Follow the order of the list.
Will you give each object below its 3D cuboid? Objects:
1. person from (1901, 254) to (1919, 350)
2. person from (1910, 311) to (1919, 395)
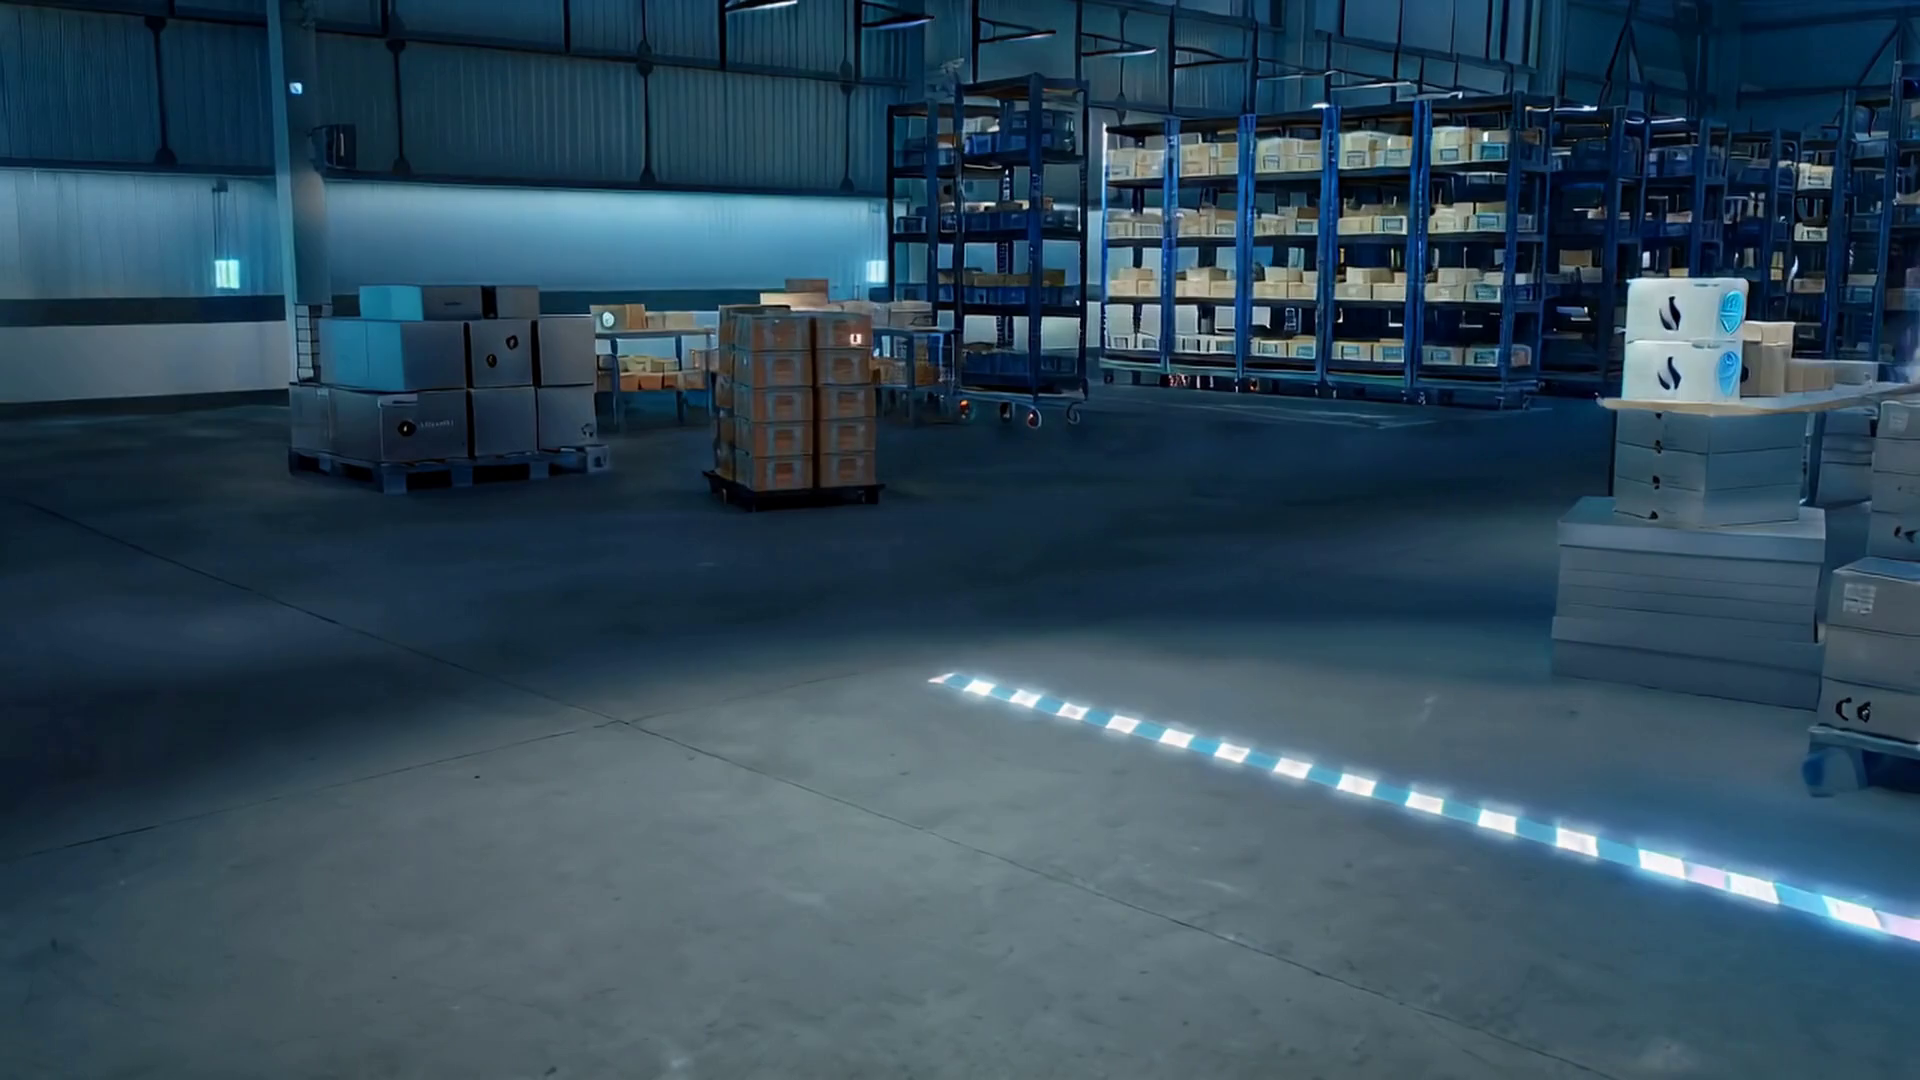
[{"bbox_3d":[11.265,-2.434,19.459,0.616,1.808,0.491,-8,12,-40],"label":"person"},{"bbox_3d":[6.641,-1.082,11.048,0.986,1.893,0.629,1,9,4],"label":"person"}]
